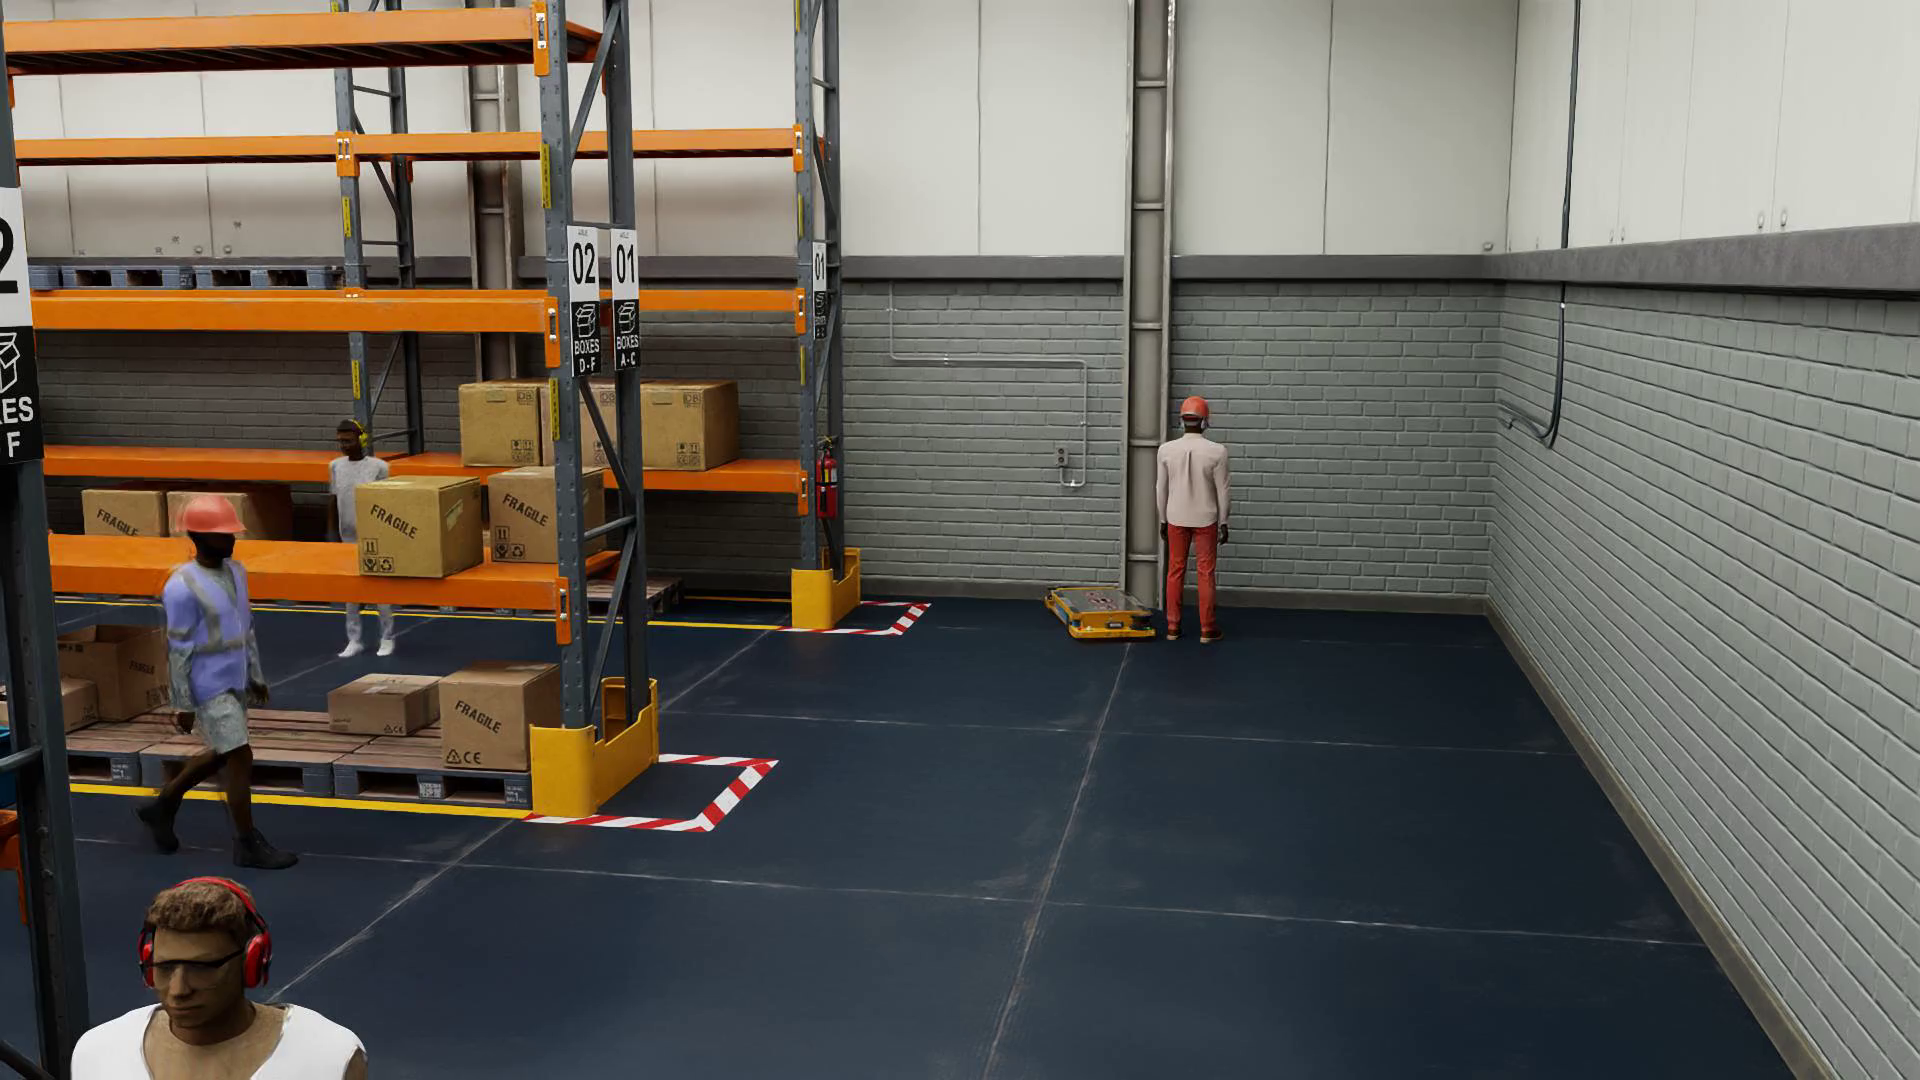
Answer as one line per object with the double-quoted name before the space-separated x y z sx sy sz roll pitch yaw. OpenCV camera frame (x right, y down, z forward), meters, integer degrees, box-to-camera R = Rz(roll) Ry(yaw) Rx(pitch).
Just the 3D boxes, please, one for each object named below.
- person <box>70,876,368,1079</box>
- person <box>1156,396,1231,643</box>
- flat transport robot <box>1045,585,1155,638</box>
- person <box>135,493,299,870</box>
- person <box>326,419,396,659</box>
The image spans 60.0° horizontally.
"person" -1.440 1.544 3.296 0.566 1.849 0.389 -1 9 -4
"person" 1.888 -0.162 13.447 0.619 1.994 0.389 4 10 22
"flat transport robot" 1.166 0.591 14.090 0.652 0.197 1.431 -1 9 -7
"person" -3.794 0.702 8.330 0.850 1.913 0.544 1 9 6
"person" -4.639 0.003 12.878 0.561 1.863 0.398 1 9 7
